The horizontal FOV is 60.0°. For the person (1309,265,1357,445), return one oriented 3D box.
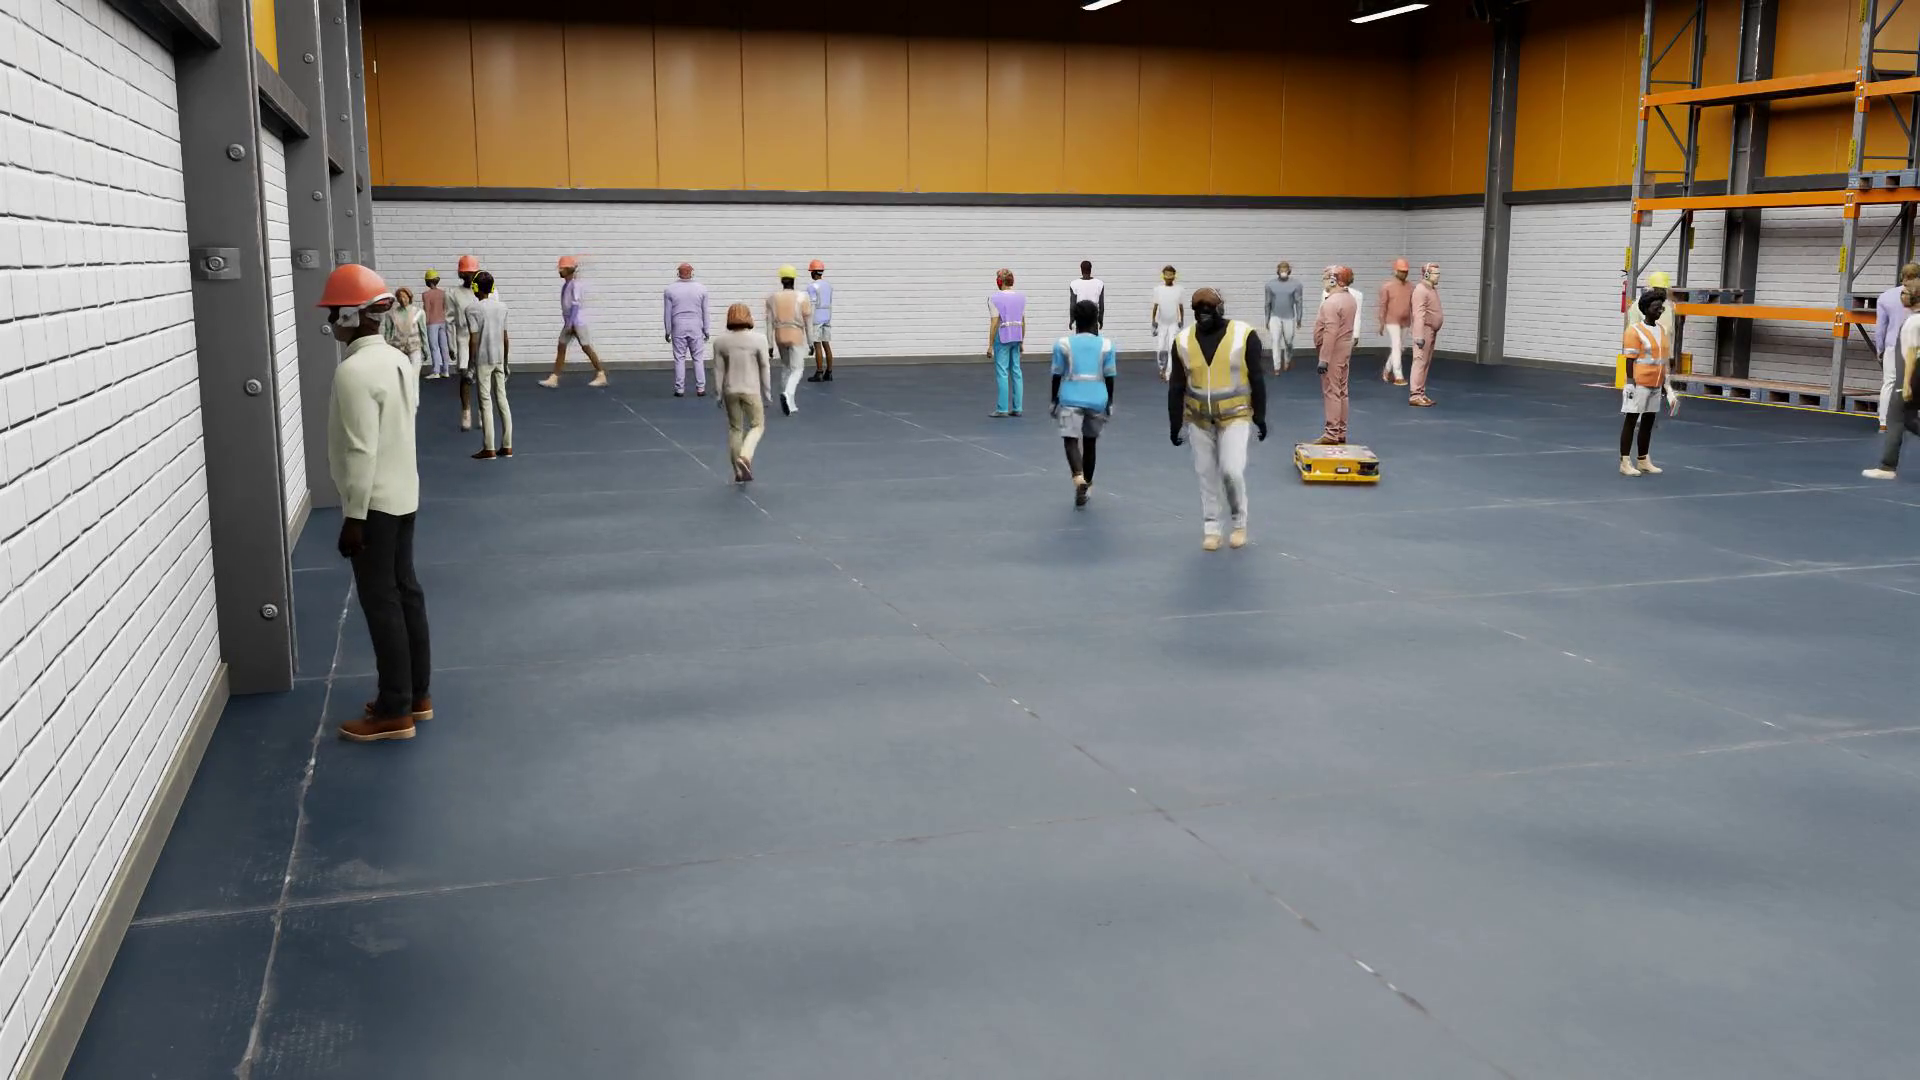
[{"bbox_3d":[3.966,-1.962,17.726,0.409,1.910,0.640,6,11,31],"label":"person"}]

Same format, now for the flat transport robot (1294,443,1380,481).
[{"bbox_3d":[3.445,-0.719,15.266,0.652,0.197,1.431,1,10,7],"label":"flat transport robot"}]

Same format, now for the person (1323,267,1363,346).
[{"bbox_3d":[5.474,-2.999,23.919,0.583,1.852,0.931,2,10,13],"label":"person"}]

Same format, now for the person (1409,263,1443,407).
[{"bbox_3d":[6.249,-2.742,22.247,0.402,1.906,0.652,5,11,27],"label":"person"}]

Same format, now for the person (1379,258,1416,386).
[{"bbox_3d":[6.814,-3.408,25.941,0.622,1.968,0.895,-2,10,-14],"label":"person"}]

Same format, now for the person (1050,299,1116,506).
[{"bbox_3d":[1.012,-1.111,13.479,0.531,1.672,0.749,-1,10,-8],"label":"person"}]

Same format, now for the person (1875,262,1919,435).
[{"bbox_3d":[10.658,-2.155,18.756,0.631,1.940,0.372,8,13,39],"label":"person"}]

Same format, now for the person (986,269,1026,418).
[{"bbox_3d":[0.585,-2.429,20.609,0.565,1.845,0.384,-8,12,-38],"label":"person"}]

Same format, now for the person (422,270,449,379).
[{"bbox_3d":[-8.527,-3.492,26.988,0.307,1.772,0.525,4,11,23],"label":"person"}]

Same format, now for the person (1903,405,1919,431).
[{"bbox_3d":[10.838,-2.131,18.707,0.562,1.907,0.792,0,10,3],"label":"person"}]

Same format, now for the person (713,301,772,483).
[{"bbox_3d":[-1.925,-1.281,14.614,0.514,1.615,0.461,1,10,9],"label":"person"}]

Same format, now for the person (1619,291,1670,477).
[{"bbox_3d":[6.293,-1.432,15.268,0.536,1.696,0.318,-5,11,-28],"label":"person"}]

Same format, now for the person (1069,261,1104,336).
[{"bbox_3d":[2.099,-3.662,27.556,0.587,1.914,0.392,-2,10,-9],"label":"person"}]

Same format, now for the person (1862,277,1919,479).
[{"bbox_3d":[8.561,-1.426,14.856,0.521,1.830,0.702,-9,13,-41],"label":"person"}]

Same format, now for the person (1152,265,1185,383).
[{"bbox_3d":[3.298,-3.411,26.293,0.512,1.856,0.445,1,10,7],"label":"person"}]

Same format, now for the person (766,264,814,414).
[{"bbox_3d":[-2.176,-2.529,21.032,0.596,1.904,0.766,3,10,15],"label":"person"}]

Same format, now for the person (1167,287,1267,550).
[{"bbox_3d":[1.754,-0.816,11.387,0.670,1.816,0.456,5,11,26],"label":"person"}]

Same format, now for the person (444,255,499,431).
[{"bbox_3d":[-5.563,-2.249,19.098,0.634,2.013,0.815,-4,10,-20],"label":"person"}]

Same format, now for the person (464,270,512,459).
[{"bbox_3d":[-4.696,-1.735,16.516,0.332,1.874,0.520,7,12,36],"label":"person"}]

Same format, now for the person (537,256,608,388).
[{"bbox_3d":[-5.862,-3.291,25.202,1.067,1.999,0.606,-7,12,-35],"label":"person"}]

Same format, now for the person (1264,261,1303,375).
[{"bbox_3d":[5.435,-3.732,27.963,0.635,1.917,0.770,2,10,14],"label":"person"}]

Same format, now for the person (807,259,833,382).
[{"bbox_3d":[-2.253,-3.477,26.413,0.379,1.937,0.548,7,12,35],"label":"person"}]

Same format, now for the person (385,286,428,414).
[{"bbox_3d":[-7.079,-2.439,21.329,0.533,1.637,0.552,-1,10,-7],"label":"person"}]

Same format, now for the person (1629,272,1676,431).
[{"bbox_3d":[7.984,-2.164,19.168,0.622,1.817,0.434,-2,10,-14],"label":"person"}]

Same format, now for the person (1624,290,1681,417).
[{"bbox_3d":[8.582,-2.292,20.512,0.508,1.613,0.680,-4,10,-20],"label":"person"}]

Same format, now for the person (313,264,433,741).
[{"bbox_3d":[-2.477,-0.155,7.015,0.396,1.992,0.622,0,10,1],"label":"person"}]

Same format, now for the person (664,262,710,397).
[{"bbox_3d":[-3.889,-2.991,23.692,0.652,1.906,0.403,-2,10,-13],"label":"person"}]
